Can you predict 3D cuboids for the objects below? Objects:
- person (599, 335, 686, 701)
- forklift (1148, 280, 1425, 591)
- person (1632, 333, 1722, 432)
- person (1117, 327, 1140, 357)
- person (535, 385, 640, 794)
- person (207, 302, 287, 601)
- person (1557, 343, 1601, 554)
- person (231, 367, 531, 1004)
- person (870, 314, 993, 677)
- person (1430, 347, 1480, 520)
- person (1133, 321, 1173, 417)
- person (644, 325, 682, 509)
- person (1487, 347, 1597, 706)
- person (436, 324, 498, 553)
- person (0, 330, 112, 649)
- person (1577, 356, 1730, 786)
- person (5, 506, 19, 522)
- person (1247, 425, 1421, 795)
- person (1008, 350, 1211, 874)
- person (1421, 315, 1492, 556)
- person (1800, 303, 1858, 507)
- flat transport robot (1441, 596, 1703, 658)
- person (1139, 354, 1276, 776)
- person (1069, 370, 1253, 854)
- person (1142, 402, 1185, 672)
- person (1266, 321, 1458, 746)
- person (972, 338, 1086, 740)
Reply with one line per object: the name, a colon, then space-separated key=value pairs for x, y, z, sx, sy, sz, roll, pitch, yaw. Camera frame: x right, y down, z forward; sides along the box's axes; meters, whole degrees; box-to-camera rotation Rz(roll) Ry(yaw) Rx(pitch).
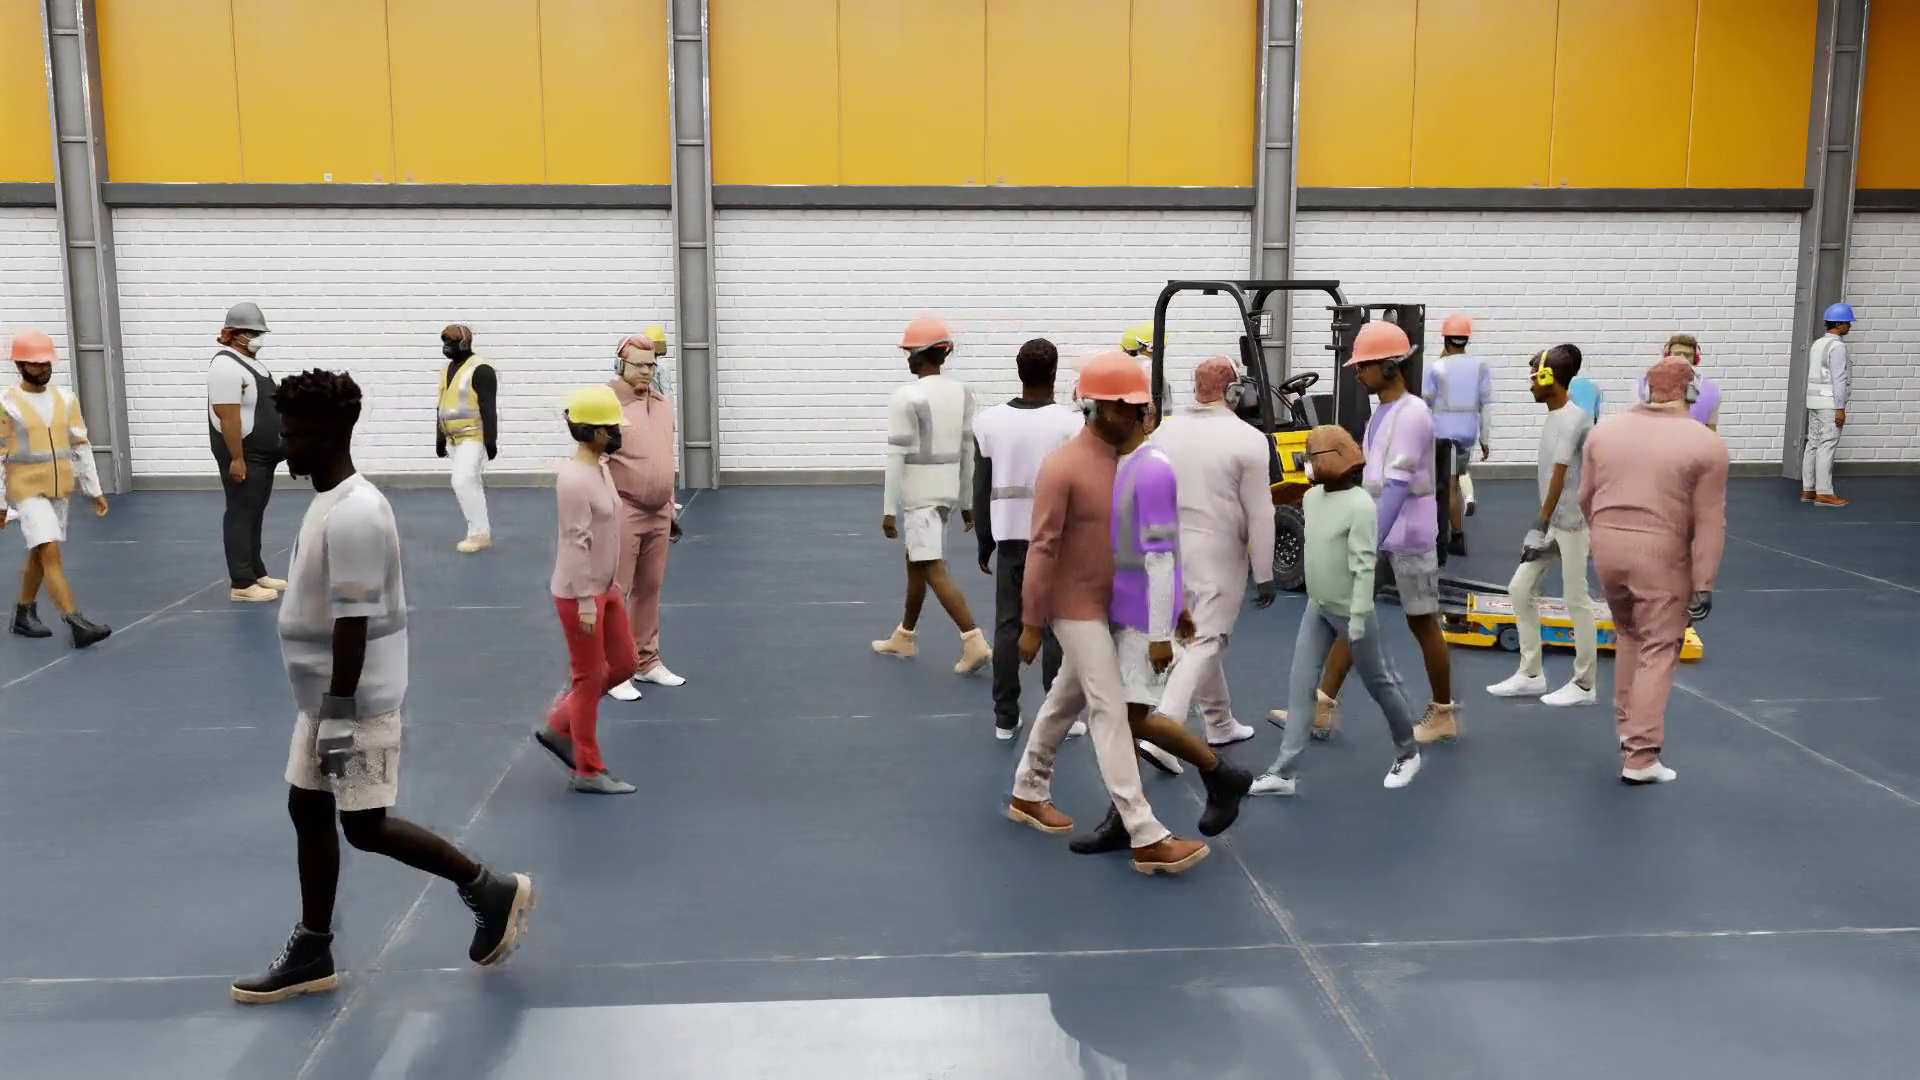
person: x=-1.699 y=-0.124 z=8.779 sx=0.404 sy=1.903 sz=0.636 roll=5 pitch=10 yaw=30
forklift: x=2.301 y=-0.860 z=12.475 sx=1.214 sy=2.155 sz=2.313 roll=-6 pitch=11 yaw=-35
person: x=4.909 y=-0.518 z=11.474 sx=0.574 sy=1.830 sz=0.692 roll=4 pitch=10 yaw=25
person: x=1.652 y=-1.021 z=14.875 sx=0.949 sy=1.764 sz=0.597 roll=5 pitch=11 yaw=31
person: x=-1.579 y=0.223 z=7.066 sx=0.424 sy=1.758 sz=0.537 roll=1 pitch=9 yaw=6
person: x=-4.840 y=-0.614 z=11.415 sx=0.535 sy=2.000 sz=0.684 roll=-1 pitch=9 yaw=-9
person: x=4.839 y=-0.706 z=13.105 sx=0.595 sy=1.674 sz=0.421 roll=-5 pitch=10 yaw=-29
person: x=-1.812 y=0.441 z=5.084 sx=0.818 sy=1.944 sz=0.615 roll=-5 pitch=10 yaw=-30
person: x=-0.144 y=-0.252 z=9.273 sx=1.008 sy=2.002 sz=0.619 roll=8 pitch=12 yaw=41
person: x=4.424 y=-0.966 z=14.945 sx=0.512 sy=1.623 sz=0.388 roll=-2 pitch=9 yaw=-11
person: x=1.589 y=-0.924 z=14.011 sx=0.404 sy=1.830 sz=0.603 roll=-2 pitch=9 yaw=-15
person: x=-2.877 y=-1.153 z=15.734 sx=0.494 sy=1.741 sz=0.314 roll=6 pitch=11 yaw=34
person: x=3.002 y=-0.052 z=8.500 sx=0.655 sy=1.838 sz=0.558 roll=0 pitch=9 yaw=1
person: x=-3.979 y=-0.804 z=13.288 sx=0.654 sy=1.822 sz=0.550 roll=8 pitch=12 yaw=42
person: x=-5.443 y=-0.302 z=9.939 sx=1.002 sy=1.881 sz=0.563 roll=5 pitch=10 yaw=27
person: x=3.054 y=0.120 z=7.401 sx=0.702 sy=1.854 sz=0.663 roll=-8 pitch=12 yaw=-40
person: x=-8.818 y=-0.909 z=14.696 sx=0.870 sy=1.581 sz=0.518 roll=-2 pitch=9 yaw=-11
person: x=1.636 y=0.300 z=7.106 sx=0.864 sy=1.584 sz=0.540 roll=-4 pitch=10 yaw=-24
person: x=0.535 y=0.251 z=6.328 sx=1.018 sy=1.941 sz=0.615 roll=7 pitch=11 yaw=36
person: x=3.925 y=-0.859 z=13.416 sx=0.569 sy=1.888 sz=0.957 roll=-1 pitch=9 yaw=-8
person: x=8.362 y=-1.299 z=16.006 sx=0.390 sy=1.948 sz=0.607 roll=1 pitch=9 yaw=4
flat transport robot: x=3.633 y=0.501 z=9.953 sx=1.431 sy=0.197 sz=0.652 roll=3 pitch=9 yaw=17
person: x=1.082 y=0.096 z=7.493 sx=0.938 sy=1.871 sz=0.645 roll=-8 pitch=12 yaw=-40
person: x=0.738 y=0.265 z=6.309 sx=0.653 sy=1.911 sz=0.578 roll=-2 pitch=9 yaw=-12
person: x=0.967 y=0.043 z=8.577 sx=0.539 sy=1.628 sz=0.515 roll=5 pitch=10 yaw=28
person: x=1.914 y=-0.006 z=7.752 sx=1.003 sy=1.992 sz=0.631 roll=-1 pitch=9 yaw=-8
person: x=0.351 y=0.010 z=7.877 sx=0.596 sy=1.918 sz=0.380 roll=3 pitch=10 yaw=21
